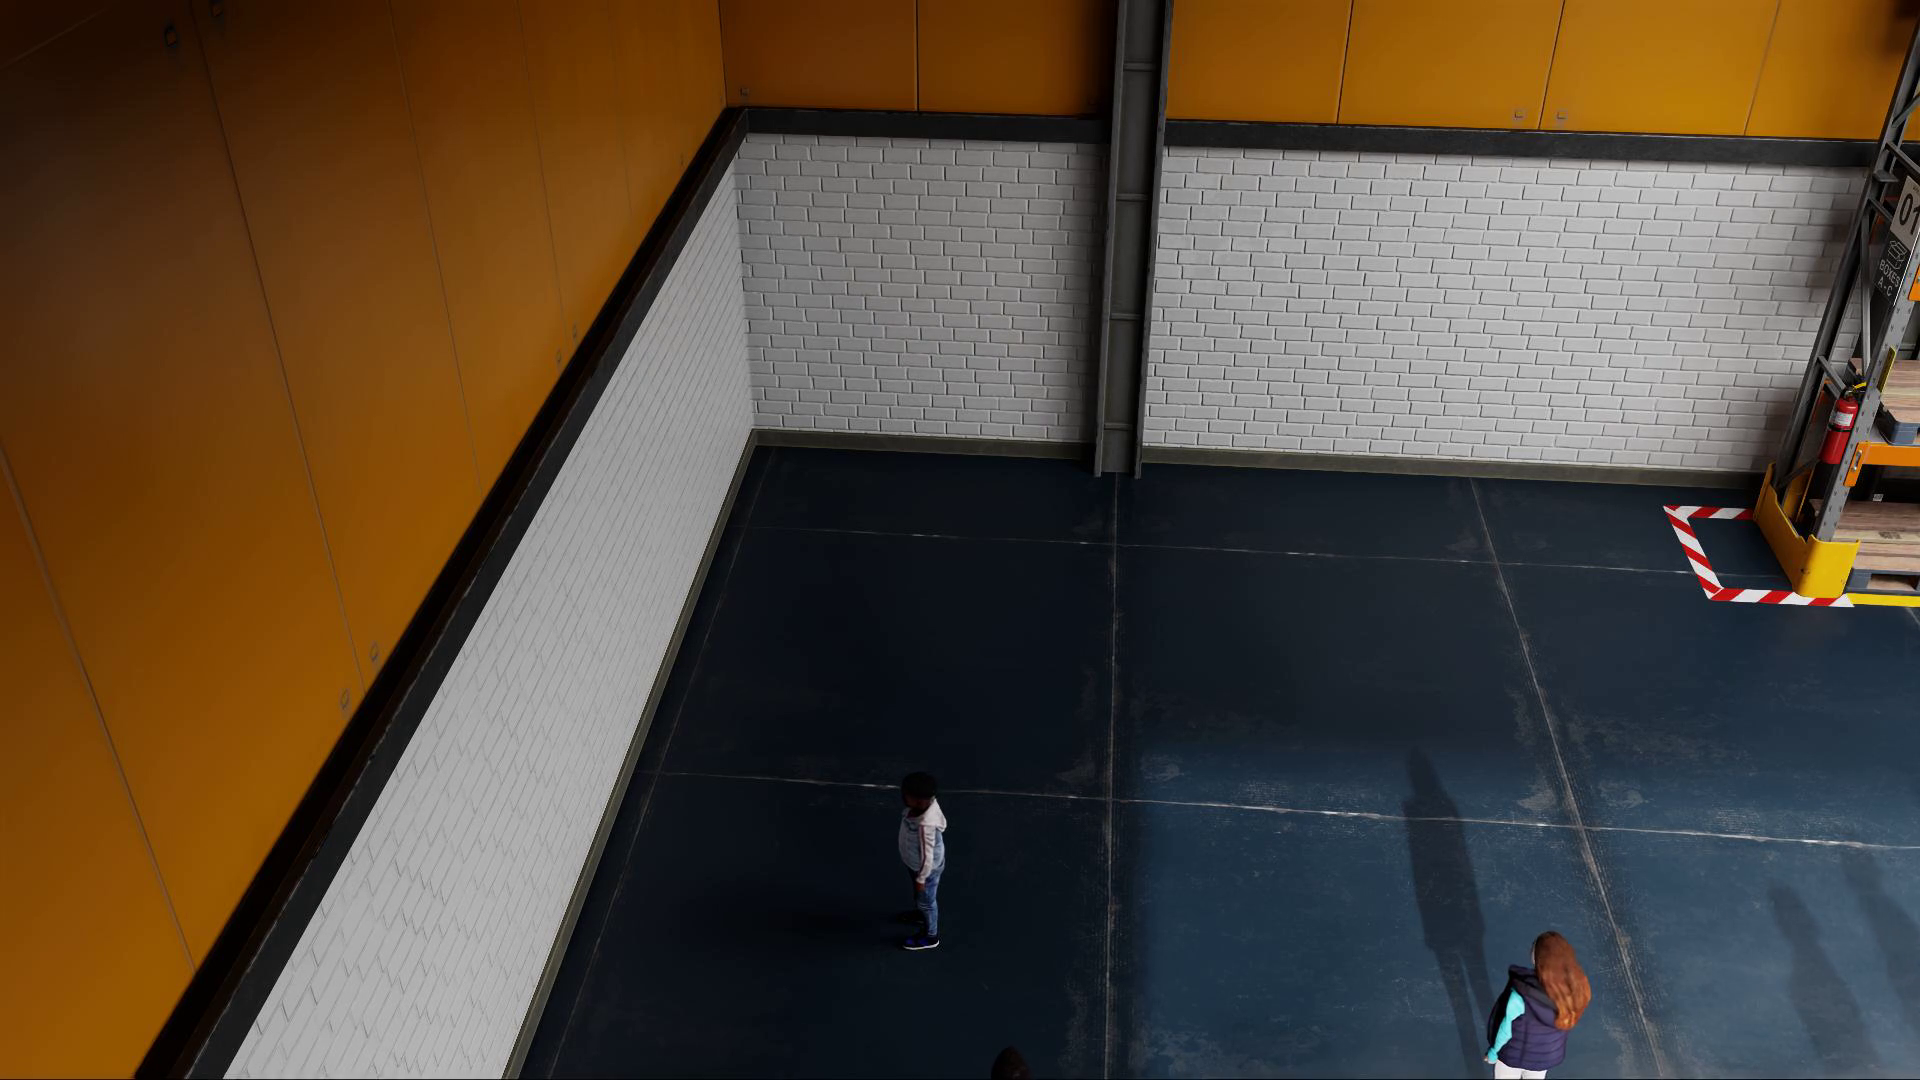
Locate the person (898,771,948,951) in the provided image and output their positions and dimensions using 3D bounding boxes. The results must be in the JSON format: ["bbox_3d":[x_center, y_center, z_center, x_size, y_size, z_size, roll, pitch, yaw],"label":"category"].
[{"bbox_3d":[-0.205,1.807,9.511,0.514,1.260,0.499,-1,34,-1],"label":"person"}]

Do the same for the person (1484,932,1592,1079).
[{"bbox_3d":[2.817,2.504,8.247,0.632,1.500,0.726,-10,35,-15],"label":"person"}]
